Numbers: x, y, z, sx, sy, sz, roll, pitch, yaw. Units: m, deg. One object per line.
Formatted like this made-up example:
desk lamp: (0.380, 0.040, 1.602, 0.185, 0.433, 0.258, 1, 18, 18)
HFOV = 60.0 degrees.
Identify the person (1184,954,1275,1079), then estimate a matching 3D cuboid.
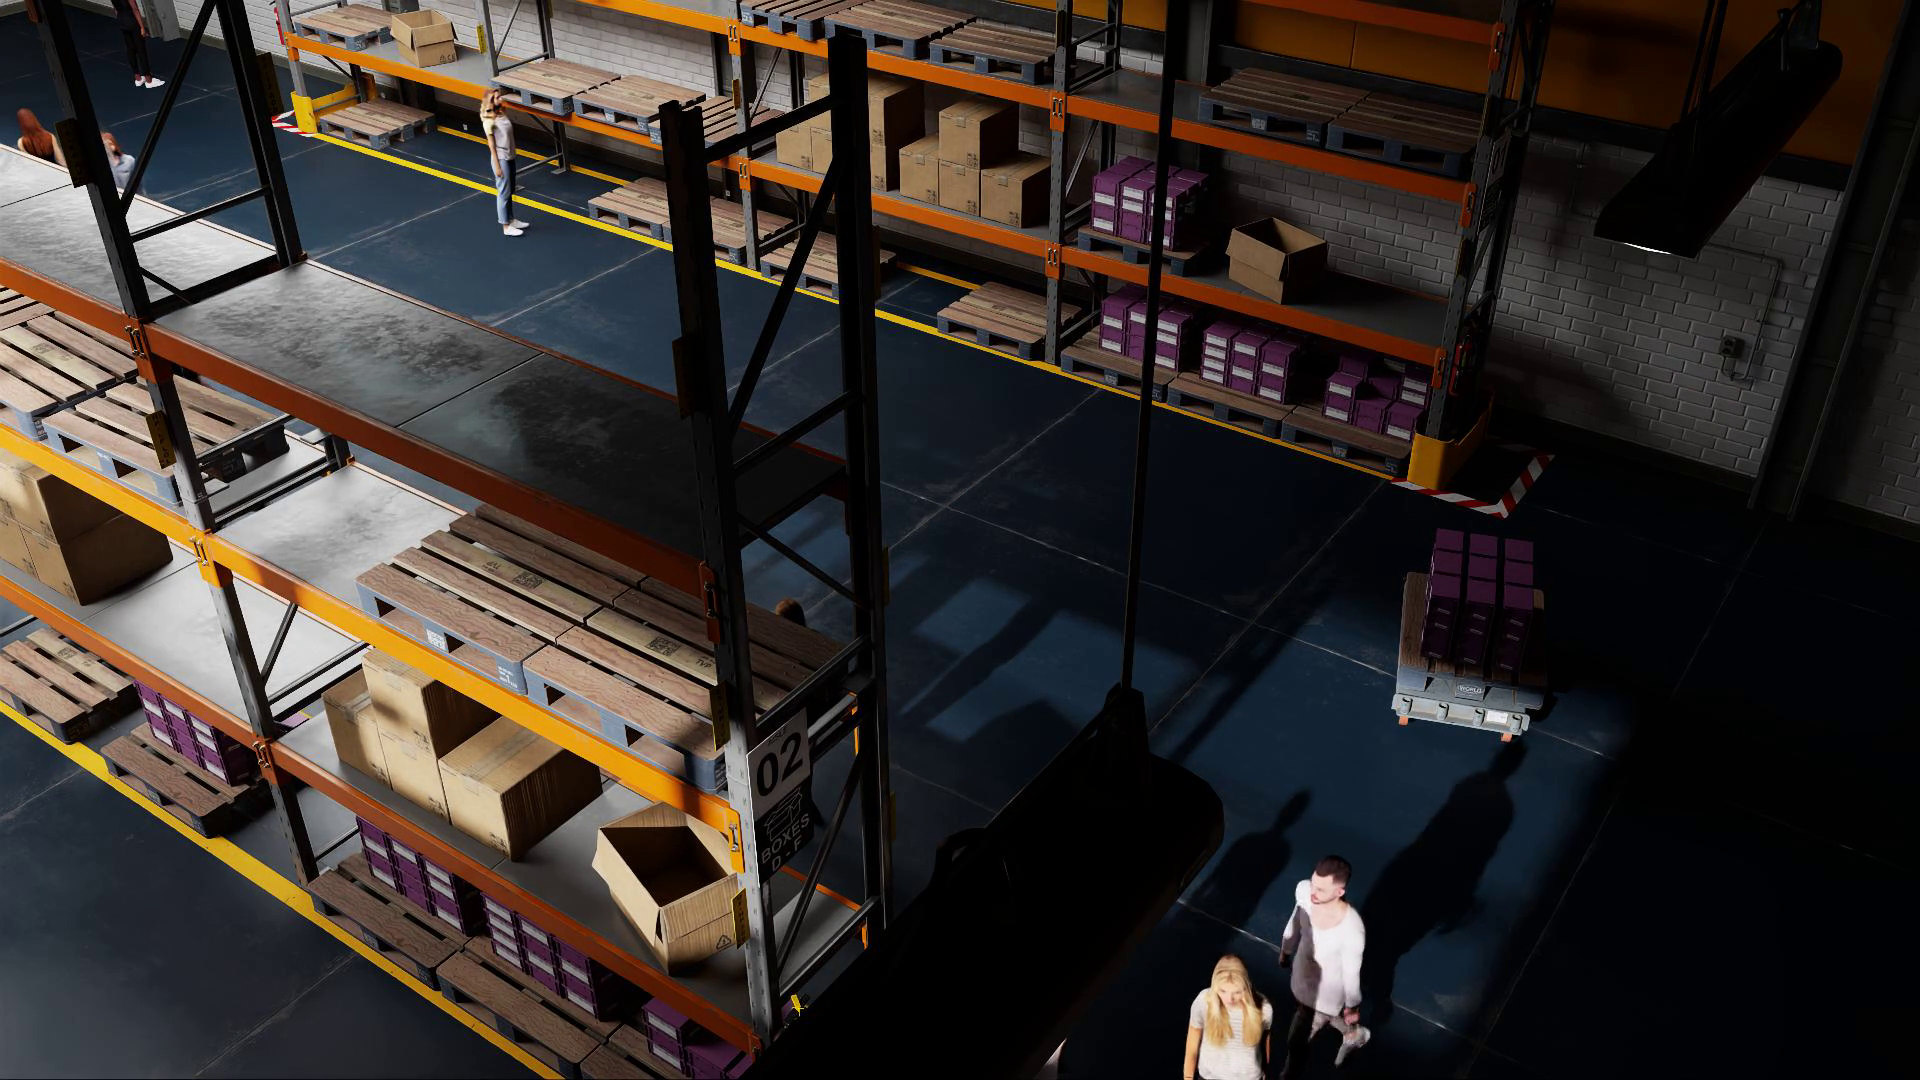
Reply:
person: (1.339, 2.724, 8.492, 0.658, 1.816, 0.749, -2, 34, -3)

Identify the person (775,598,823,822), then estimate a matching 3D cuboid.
person: (-1.082, 1.142, 10.847, 0.685, 1.843, 0.676, -19, 38, -26)

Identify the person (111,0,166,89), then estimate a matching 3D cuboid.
person: (-11.820, -7.337, 23.706, 0.558, 1.729, 0.699, 16, 37, 22)

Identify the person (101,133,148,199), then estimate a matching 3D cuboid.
person: (-9.151, -3.659, 18.234, 0.971, 1.663, 1.217, -16, 37, -23)

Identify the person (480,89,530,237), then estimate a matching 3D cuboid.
person: (-5.307, -4.386, 19.271, 0.723, 1.723, 0.712, 2, 34, 3)

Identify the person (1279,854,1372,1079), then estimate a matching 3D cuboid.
person: (2.016, 2.360, 9.045, 1.119, 1.810, 1.178, -15, 36, -21)

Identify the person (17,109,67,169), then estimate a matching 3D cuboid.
person: (-10.233, -4.004, 18.697, 0.616, 1.724, 0.596, -24, 41, -32)

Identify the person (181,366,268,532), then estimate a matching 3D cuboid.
person: (-6.140, -0.769, 13.813, 0.762, 1.742, 0.689, 28, 43, 35)
